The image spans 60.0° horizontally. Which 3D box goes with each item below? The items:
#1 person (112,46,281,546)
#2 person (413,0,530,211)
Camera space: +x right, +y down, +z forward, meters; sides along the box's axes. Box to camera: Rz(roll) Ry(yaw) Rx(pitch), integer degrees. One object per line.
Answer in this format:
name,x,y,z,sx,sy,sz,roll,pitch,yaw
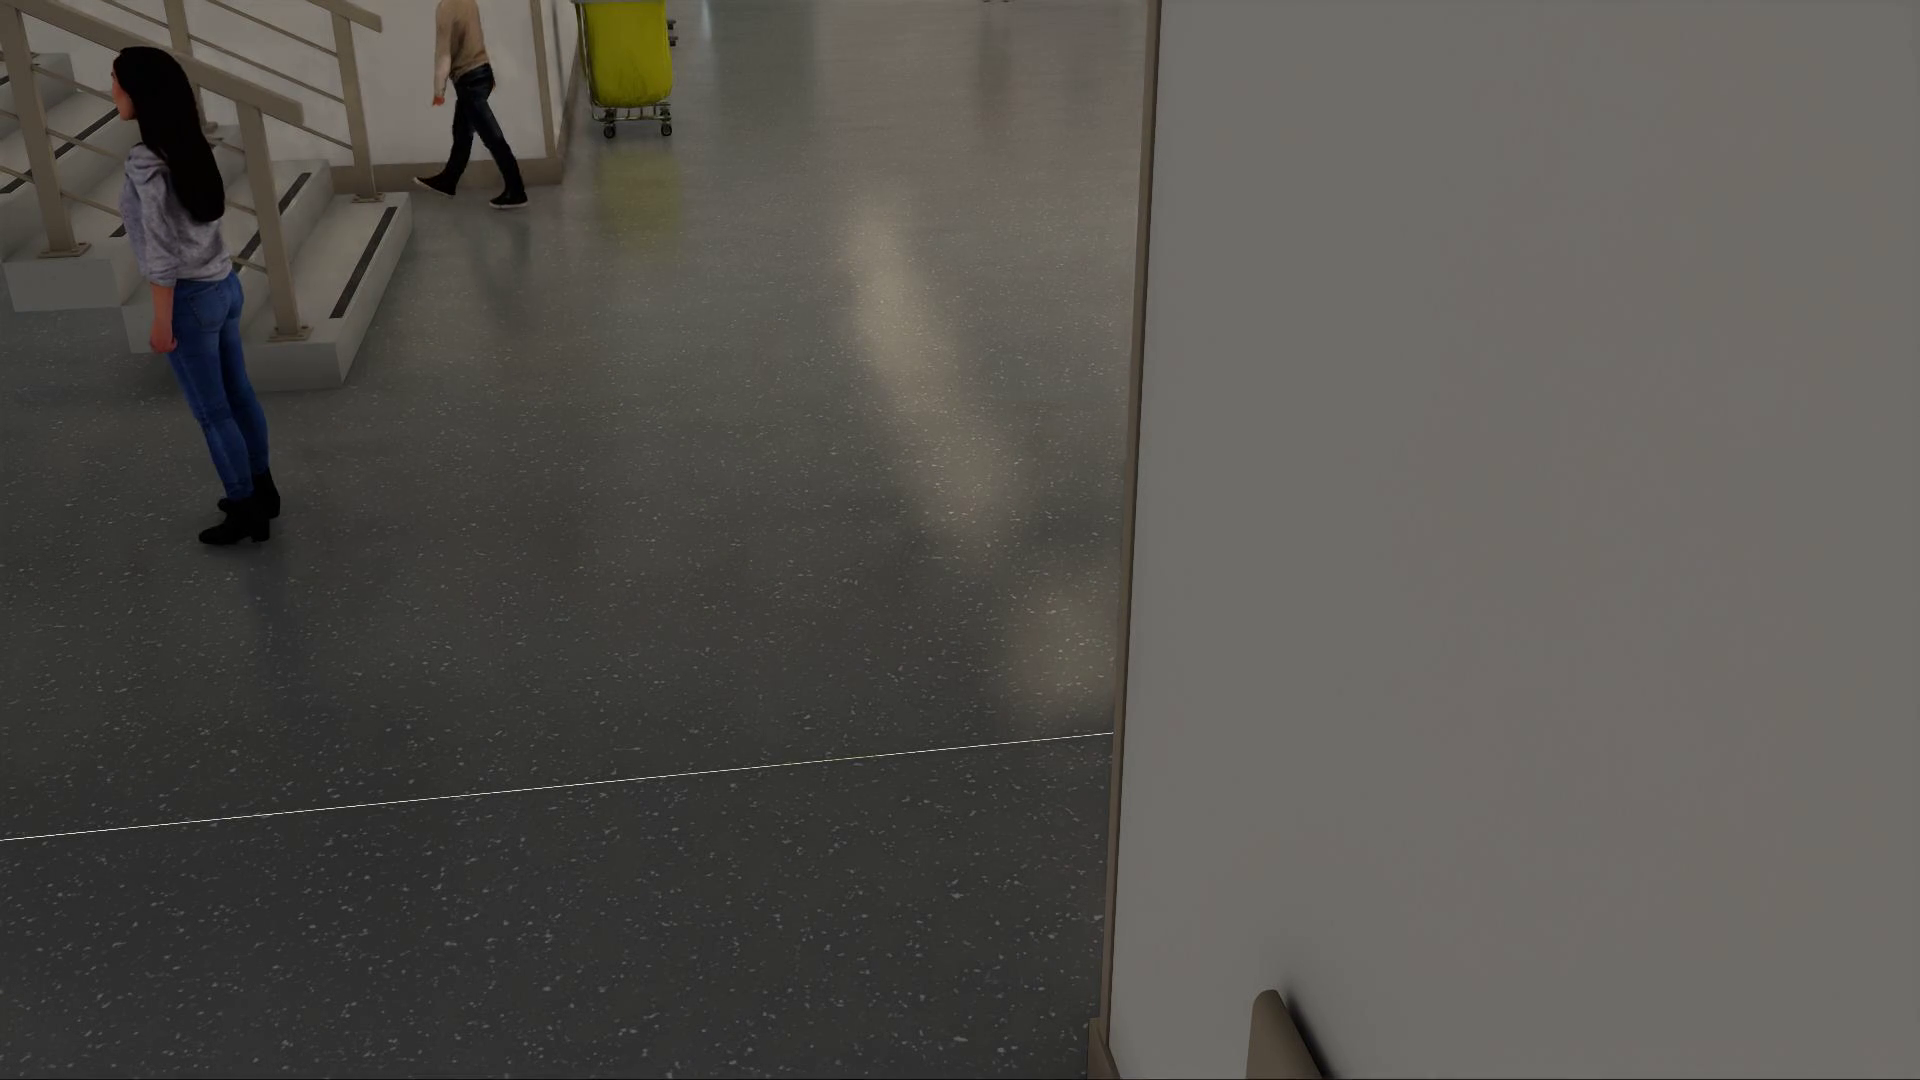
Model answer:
person,-2.468,-0.780,5.433,0.554,1.629,0.632,-1,26,-1
person,-2.665,-2.545,9.317,1.001,1.435,0.744,4,26,8
